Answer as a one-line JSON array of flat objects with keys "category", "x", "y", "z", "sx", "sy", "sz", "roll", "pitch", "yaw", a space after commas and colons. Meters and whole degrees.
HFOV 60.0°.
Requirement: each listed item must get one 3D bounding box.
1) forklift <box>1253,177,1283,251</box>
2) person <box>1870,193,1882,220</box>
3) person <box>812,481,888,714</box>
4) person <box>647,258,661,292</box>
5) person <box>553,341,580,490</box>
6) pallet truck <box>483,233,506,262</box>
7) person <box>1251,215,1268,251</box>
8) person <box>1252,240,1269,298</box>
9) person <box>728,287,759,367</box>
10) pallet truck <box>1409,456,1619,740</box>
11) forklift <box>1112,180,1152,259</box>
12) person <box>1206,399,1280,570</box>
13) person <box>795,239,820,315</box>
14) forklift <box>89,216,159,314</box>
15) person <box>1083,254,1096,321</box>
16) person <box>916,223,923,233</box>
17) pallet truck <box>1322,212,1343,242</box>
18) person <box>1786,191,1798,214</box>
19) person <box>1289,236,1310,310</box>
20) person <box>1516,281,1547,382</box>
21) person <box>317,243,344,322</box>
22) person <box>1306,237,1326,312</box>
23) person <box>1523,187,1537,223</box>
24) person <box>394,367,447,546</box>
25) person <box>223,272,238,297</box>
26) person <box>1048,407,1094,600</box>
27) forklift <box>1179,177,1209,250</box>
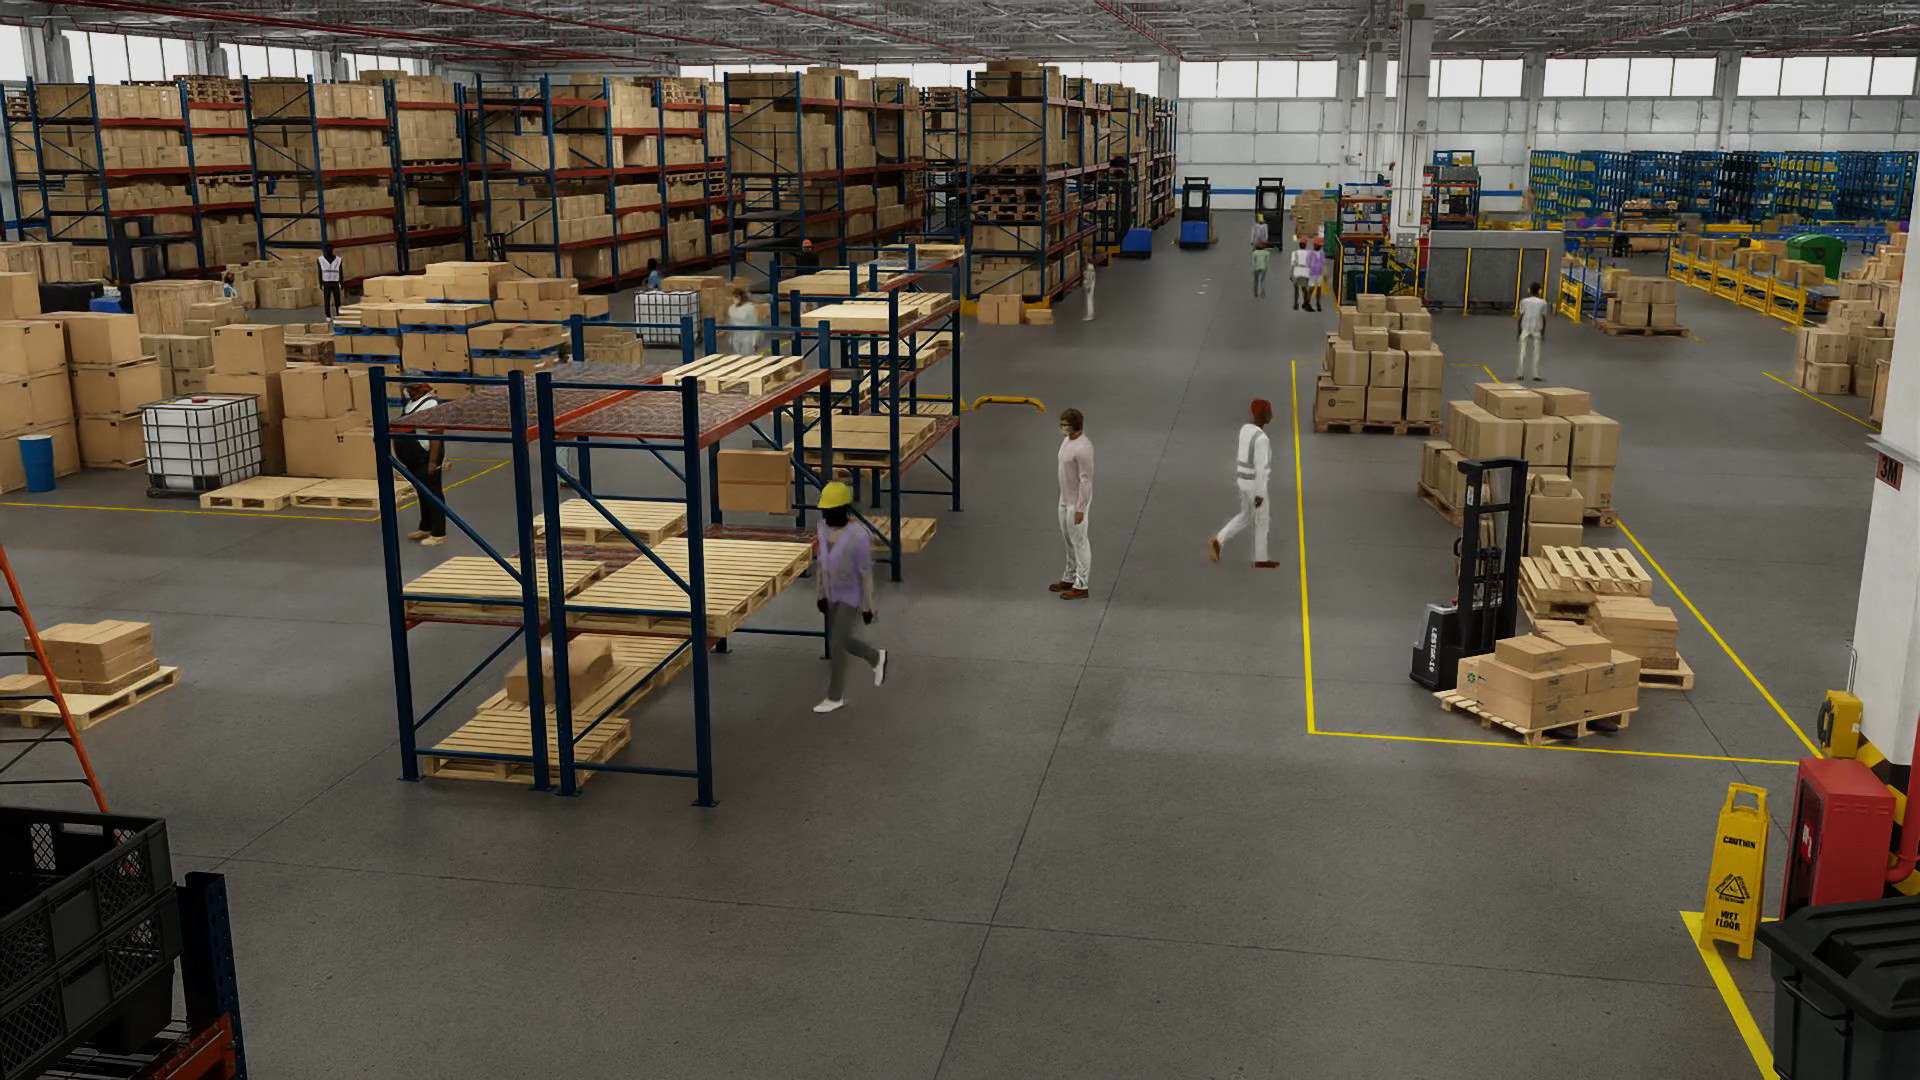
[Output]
[{"category": "forklift", "x": 12.083, "y": -12.747, "z": 64.956, "sx": 1.129, "sy": 2.768, "sz": 1.873, "roll": 3, "pitch": 14, "yaw": 10}, {"category": "person", "x": 43.790, "y": -15.771, "z": 79.469, "sx": 0.955, "sy": 1.805, "sz": 0.582, "roll": 1, "pitch": 14, "yaw": 5}, {"category": "person", "x": -0.894, "y": 0.426, "z": 13.502, "sx": 0.771, "sy": 1.897, "sz": 0.590, "roll": -11, "pitch": 18, "yaw": -39}, {"category": "person", "x": -7.192, "y": -5.877, "z": 39.559, "sx": 0.773, "sy": 1.670, "sz": 0.531, "roll": -1, "pitch": 14, "yaw": -3}, {"category": "person", "x": -5.160, "y": -1.634, "z": 21.785, "sx": 0.372, "sy": 1.935, "sz": 0.627, "roll": -2, "pitch": 14, "yaw": -7}, {"category": "pallet truck", "x": -11.832, "y": -7.026, "z": 43.548, "sx": 1.885, "sy": 1.965, "sz": 0.823, "roll": 8, "pitch": 16, "yaw": 28}, {"category": "person", "x": 10.337, "y": -10.339, "z": 57.433, "sx": 0.599, "sy": 1.796, "sz": 0.921, "roll": 0, "pitch": 14, "yaw": 1}, {"category": "person", "x": 8.427, "y": -7.594, "z": 46.656, "sx": 0.502, "sy": 1.608, "sz": 0.722, "roll": 1, "pitch": 14, "yaw": 5}, {"category": "person", "x": -3.806, "y": -3.543, "z": 29.569, "sx": 0.658, "sy": 1.917, "sz": 0.553, "roll": 10, "pitch": 17, "yaw": 36}, {"category": "pallet truck", "x": 4.504, "y": 0.400, "z": 13.395, "sx": 0.823, "sy": 1.965, "sz": 1.885, "roll": -6, "pitch": 15, "yaw": -23}, {"category": "forklift", "x": 6.082, "y": -11.722, "z": 60.796, "sx": 1.873, "sy": 2.768, "sz": 1.129, "roll": 2, "pitch": 14, "yaw": 9}, {"category": "person", "x": 3.048, "y": -0.583, "z": 17.674, "sx": 0.735, "sy": 1.861, "sz": 0.577, "roll": -4, "pitch": 14, "yaw": -16}, {"category": "person", "x": -3.764, "y": -6.405, "z": 41.029, "sx": 0.623, "sy": 1.992, "sz": 0.396, "roll": -4, "pitch": 14, "yaw": -17}, {"category": "forklift", "x": -17.564, "y": -5.502, "z": 35.541, "sx": 1.873, "sy": 2.768, "sz": 1.129, "roll": 4, "pitch": 14, "yaw": 15}, {"category": "person", "x": 3.189, "y": -6.236, "z": 41.076, "sx": 0.311, "sy": 1.638, "sz": 0.523, "roll": 0, "pitch": 14, "yaw": 2}, {"category": "person", "x": -1.567, "y": -11.029, "z": 60.133, "sx": 0.619, "sy": 1.838, "sz": 0.430, "roll": 6, "pitch": 15, "yaw": 23}, {"category": "pallet truck", "x": 15.874, "y": -13.227, "z": 70.310, "sx": 0.680, "sy": 1.201, "sz": 1.601, "roll": 10, "pitch": 17, "yaw": 35}, {"category": "person", "x": 40.649, "y": -16.215, "z": 81.189, "sx": 0.588, "sy": 1.835, "sz": 0.403, "roll": 1, "pitch": 14, "yaw": 6}, {"category": "person", "x": 8.910, "y": -6.954, "z": 43.441, "sx": 0.566, "sy": 1.917, "sz": 0.563, "roll": 0, "pitch": 14, "yaw": -1}, {"category": "person", "x": 10.676, "y": -3.890, "z": 31.087, "sx": 0.535, "sy": 1.864, "sz": 0.309, "roll": 6, "pitch": 15, "yaw": 23}, {"category": "person", "x": -15.486, "y": -6.345, "z": 40.967, "sx": 0.587, "sy": 1.911, "sz": 0.397, "roll": -8, "pitch": 16, "yaw": -29}, {"category": "person", "x": 9.220, "y": -6.883, "z": 43.131, "sx": 0.549, "sy": 1.929, "sz": 0.401, "roll": -7, "pitch": 16, "yaw": -28}, {"category": "person", "x": 27.327, "y": -15.908, "z": 79.666, "sx": 0.542, "sy": 1.969, "sz": 0.620, "roll": 1, "pitch": 14, "yaw": 4}, {"category": "person", "x": -6.102, "y": -0.951, "z": 18.791, "sx": 0.536, "sy": 2.000, "sz": 0.682, "roll": -10, "pitch": 17, "yaw": -34}, {"category": "person", "x": -15.709, "y": -4.951, "z": 35.860, "sx": 0.311, "sy": 1.638, "sz": 0.523, "roll": -3, "pitch": 14, "yaw": -14}, {"category": "person", "x": 1.135, "y": -0.372, "z": 16.658, "sx": 0.373, "sy": 1.938, "sz": 0.630, "roll": -4, "pitch": 14, "yaw": -15}, {"category": "forklift", "x": 9.296, "y": -12.939, "z": 65.736, "sx": 1.129, "sy": 2.768, "sz": 1.873, "roll": 2, "pitch": 14, "yaw": 10}]
